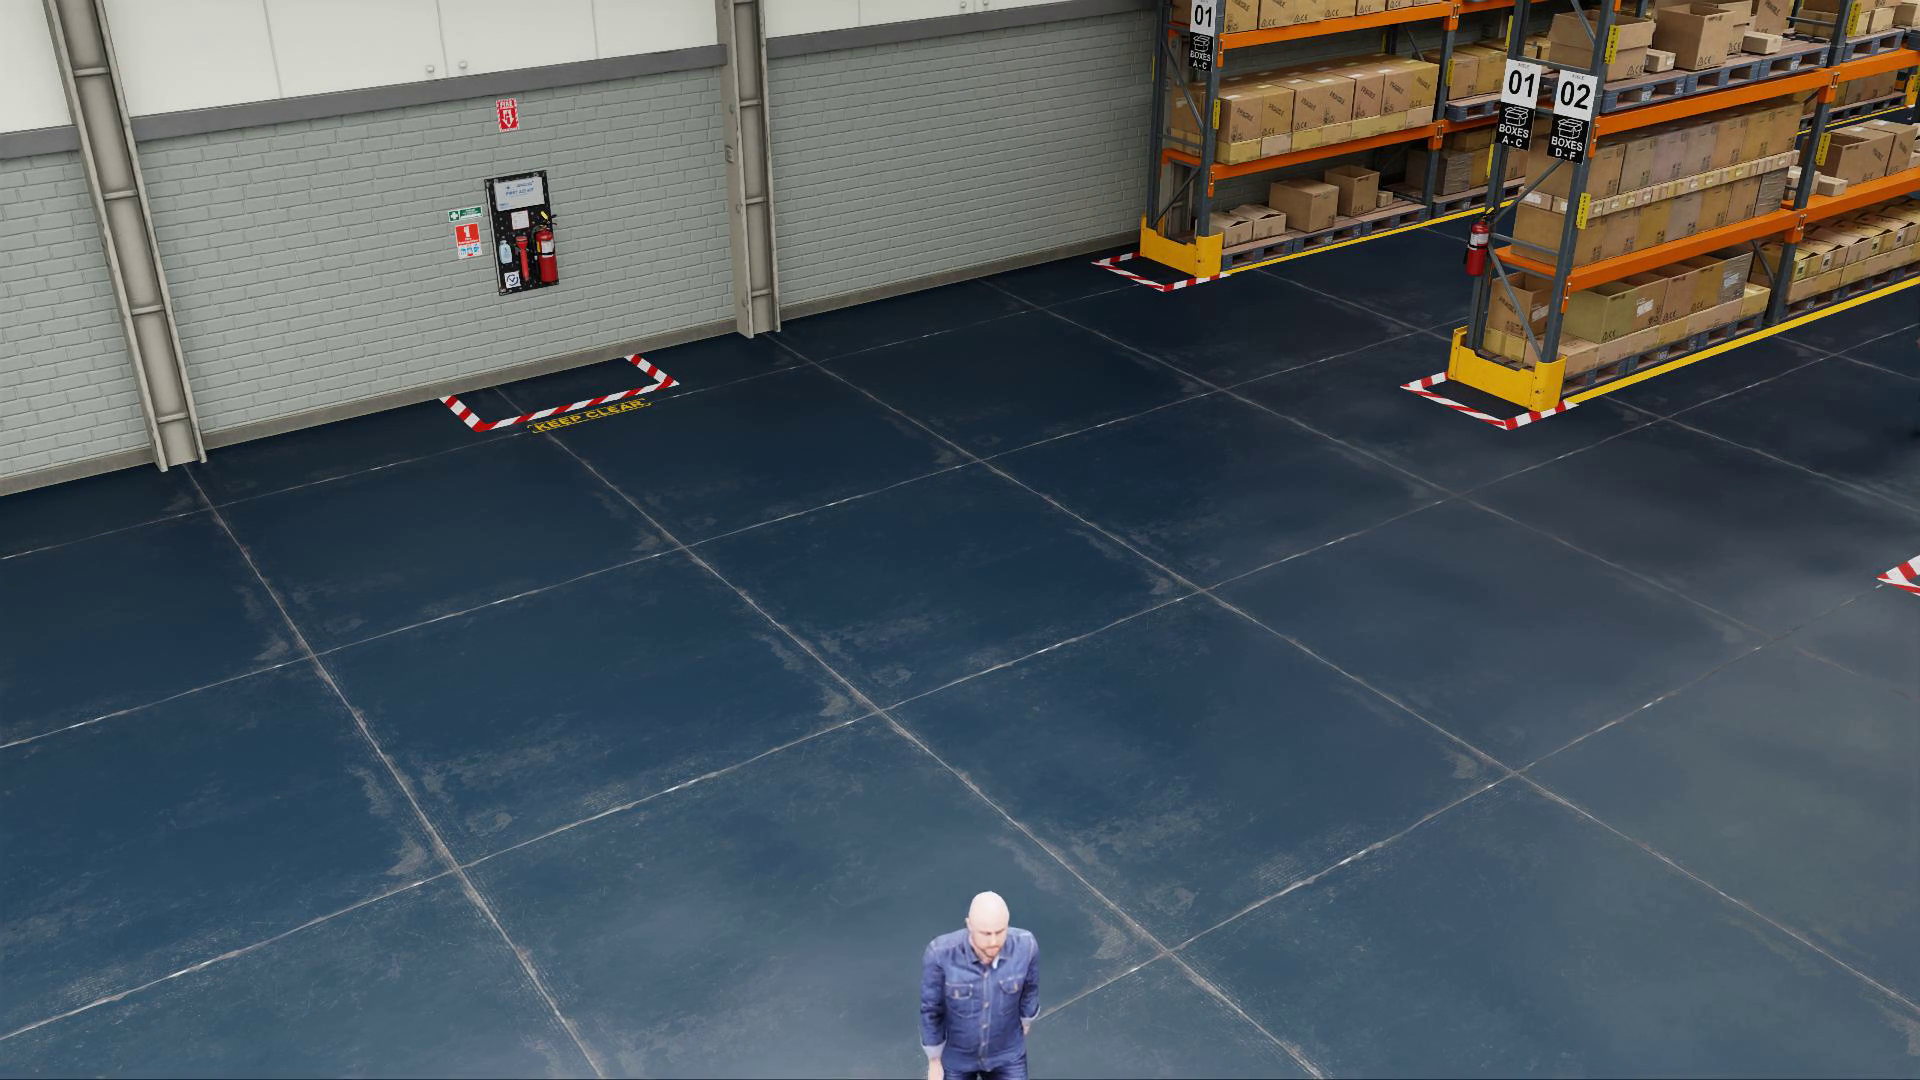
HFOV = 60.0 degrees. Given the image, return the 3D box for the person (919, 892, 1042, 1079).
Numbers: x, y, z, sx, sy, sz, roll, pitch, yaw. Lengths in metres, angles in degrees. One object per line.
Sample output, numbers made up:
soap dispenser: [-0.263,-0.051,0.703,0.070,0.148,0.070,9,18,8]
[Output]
person: [0.075,2.242,7.480,1.033,1.796,1.034,-2,27,-4]
